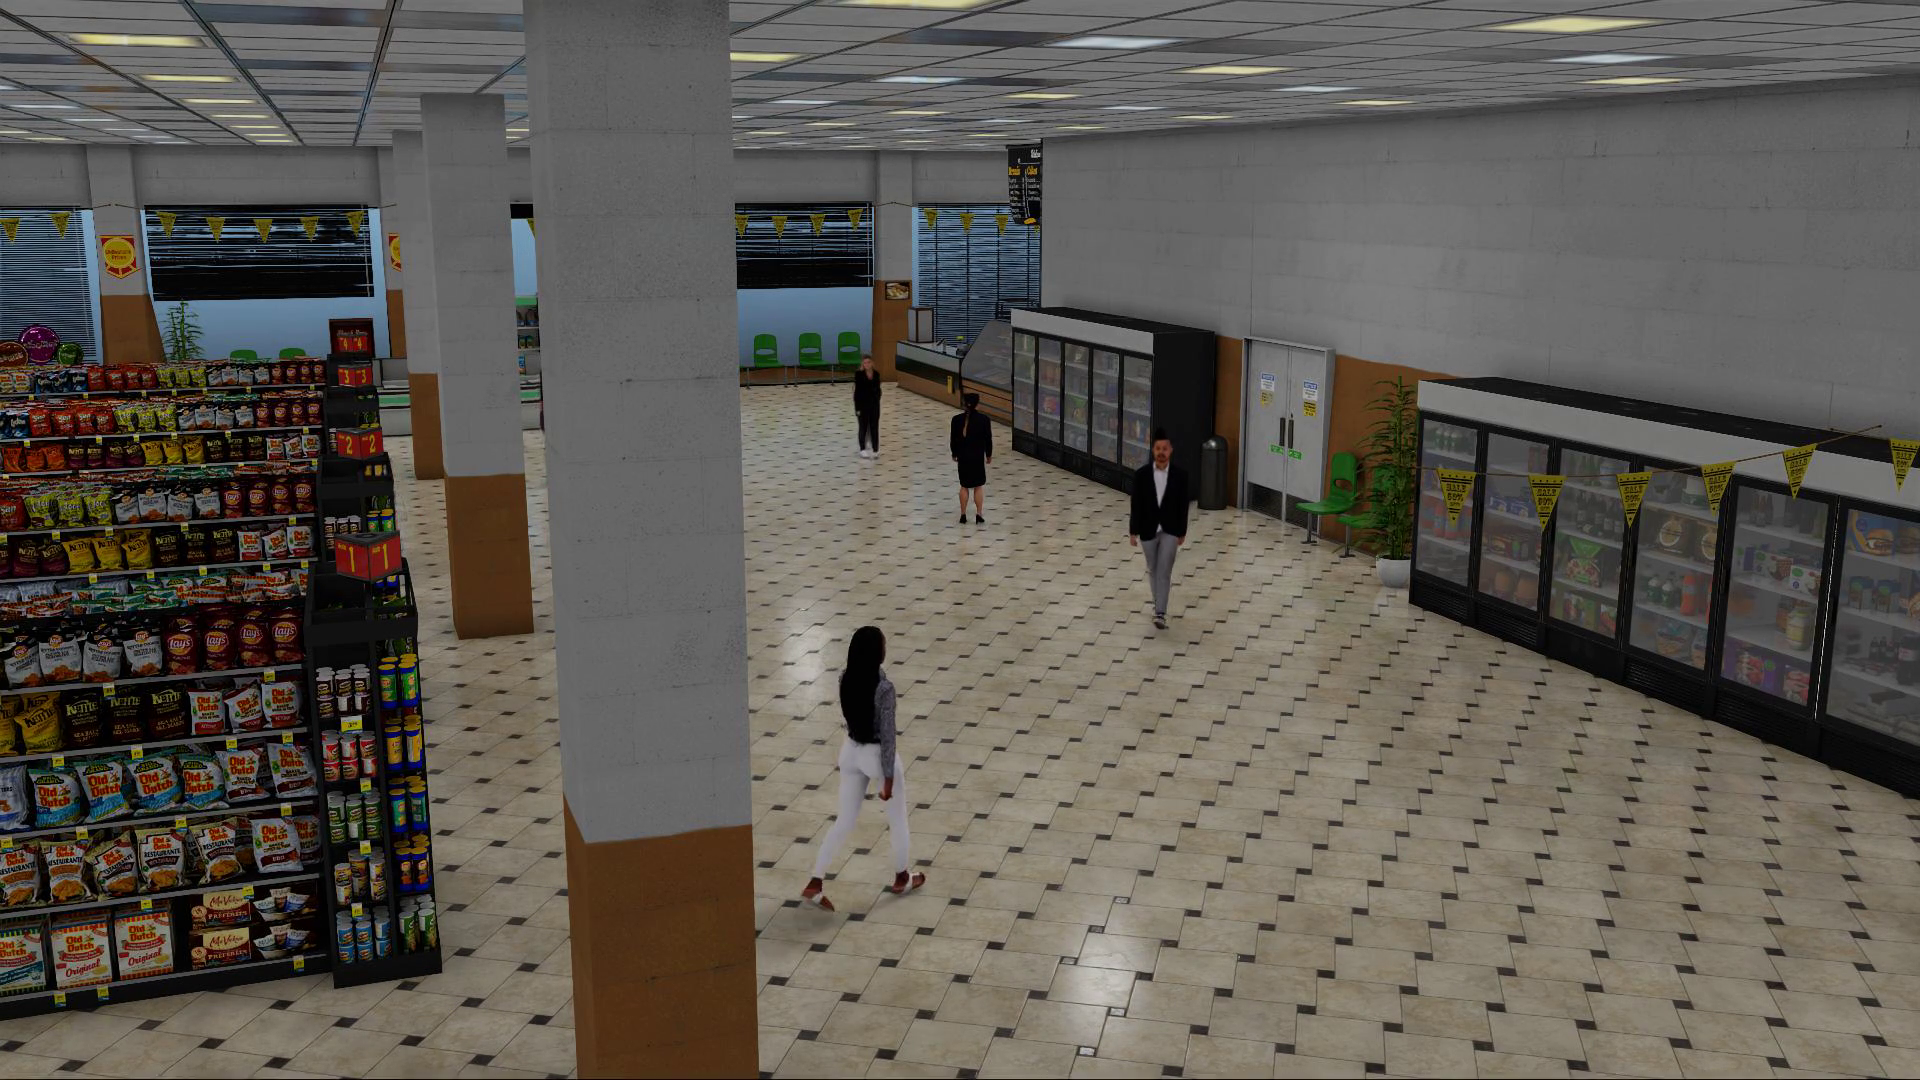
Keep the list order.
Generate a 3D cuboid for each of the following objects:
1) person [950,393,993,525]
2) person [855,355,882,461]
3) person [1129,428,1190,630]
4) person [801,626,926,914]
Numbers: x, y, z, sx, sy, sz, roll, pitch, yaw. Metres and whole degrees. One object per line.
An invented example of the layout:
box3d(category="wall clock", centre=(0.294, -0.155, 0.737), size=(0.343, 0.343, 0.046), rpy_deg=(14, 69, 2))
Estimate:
box3d(category="person", centre=(0.138, -1.028, 21.041), size=(0.742, 1.667, 0.857), rpy_deg=(2, 12, 9))
box3d(category="person", centre=(-1.456, -2.070, 26.044), size=(0.957, 1.644, 0.681), rpy_deg=(-6, 13, -25))
box3d(category="person", centre=(1.937, -0.115, 16.145), size=(1.269, 1.897, 1.198), rpy_deg=(3, 12, 14))
box3d(category="person", centre=(-0.593, 1.352, 9.672), size=(0.989, 1.693, 1.209), rpy_deg=(9, 15, 37))
